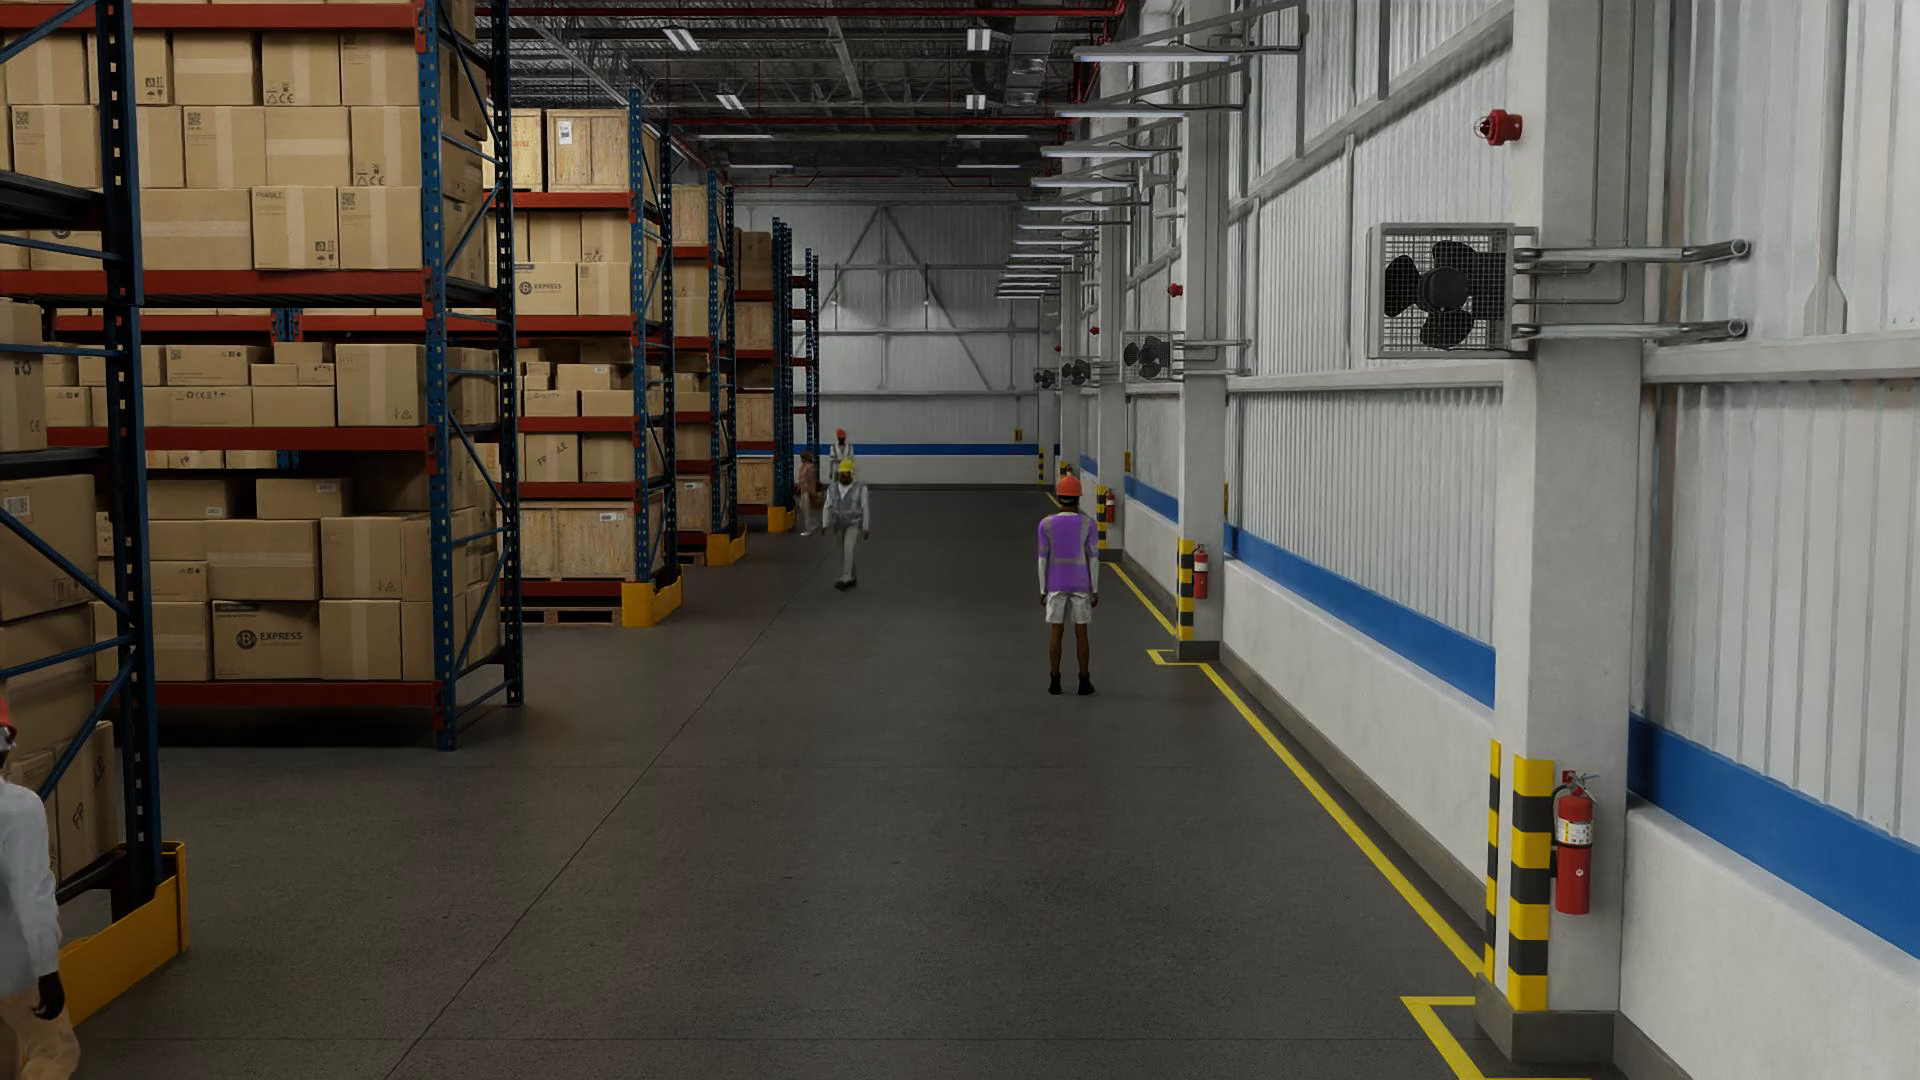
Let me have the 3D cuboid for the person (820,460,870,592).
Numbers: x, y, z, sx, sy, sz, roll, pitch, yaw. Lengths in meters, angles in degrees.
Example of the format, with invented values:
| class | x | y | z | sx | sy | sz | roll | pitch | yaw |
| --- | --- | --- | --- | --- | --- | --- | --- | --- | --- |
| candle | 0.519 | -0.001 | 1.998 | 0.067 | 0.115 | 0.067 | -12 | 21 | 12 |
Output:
| class | x | y | z | sx | sy | sz | roll | pitch | yaw |
| --- | --- | --- | --- | --- | --- | --- | --- | --- | --- |
| person | -1.556 | -0.197 | 22.564 | 0.599 | 1.778 | 0.948 | 2 | 5 | 22 |

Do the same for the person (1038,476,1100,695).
| class | x | y | z | sx | sy | sz | roll | pitch | yaw |
| --- | --- | --- | --- | --- | --- | --- | --- | --- | --- |
| person | 0.960 | 0.403 | 14.652 | 0.542 | 1.938 | 0.358 | 1 | 5 | 10 |

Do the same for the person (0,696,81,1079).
| class | x | y | z | sx | sy | sz | roll | pitch | yaw |
| --- | --- | --- | --- | --- | --- | --- | --- | --- | --- |
| person | -3.038 | 1.320 | 5.229 | 0.607 | 1.711 | 0.423 | 2 | 5 | 22 |

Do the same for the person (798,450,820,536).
| class | x | y | z | sx | sy | sz | roll | pitch | yaw |
| --- | --- | --- | --- | --- | --- | --- | --- | --- | --- |
| person | -2.855 | -0.895 | 31.530 | 0.411 | 1.622 | 0.545 | -1 | 5 | -15 |

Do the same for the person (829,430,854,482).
| class | x | y | z | sx | sy | sz | roll | pitch | yaw |
| --- | --- | --- | --- | --- | --- | --- | --- | --- | --- |
| person | -2.700 | -1.570 | 37.967 | 0.569 | 1.881 | 1.013 | 0 | 5 | -5 |
